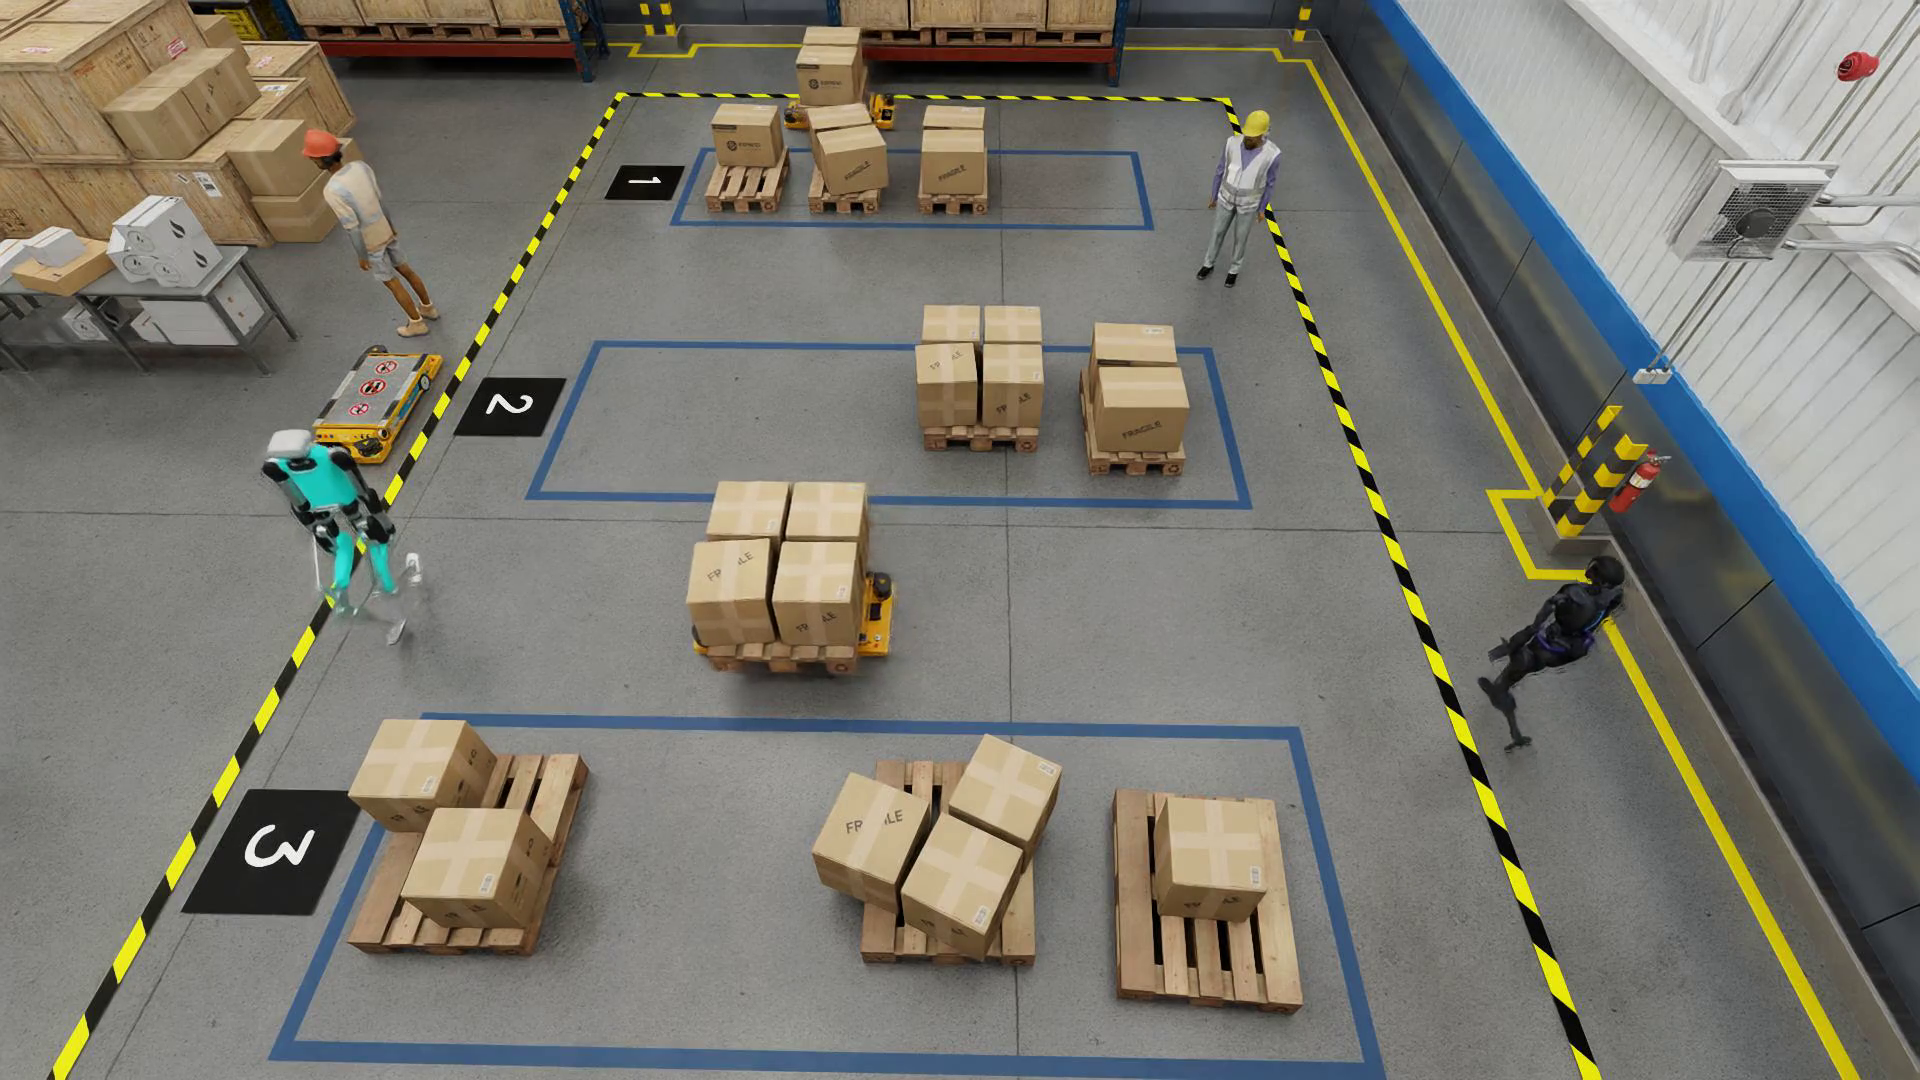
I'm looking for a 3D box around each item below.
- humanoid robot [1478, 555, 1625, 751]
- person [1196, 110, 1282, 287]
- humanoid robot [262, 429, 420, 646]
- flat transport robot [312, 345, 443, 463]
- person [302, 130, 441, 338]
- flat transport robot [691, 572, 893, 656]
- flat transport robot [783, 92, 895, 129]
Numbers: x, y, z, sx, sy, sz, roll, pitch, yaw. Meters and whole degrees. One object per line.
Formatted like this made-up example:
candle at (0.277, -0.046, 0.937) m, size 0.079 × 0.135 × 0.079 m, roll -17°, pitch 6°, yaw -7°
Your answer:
humanoid robot at (3.805, 0.722, 5.840) m, size 0.598 × 1.633 × 0.599 m, roll -8°, pitch 50°, yaw -7°
person at (2.806, -3.418, 9.236) m, size 0.598 × 1.827 × 0.404 m, roll 23°, pitch 54°, yaw 19°
humanoid robot at (-4.232, 0.063, 6.354) m, size 0.531 × 1.725 × 1.044 m, roll -10°, pitch 51°, yaw -8°
flat transport robot at (-5.383, -1.269, 8.441) m, size 0.659 × 0.231 × 1.431 m, roll 1°, pitch 50°, yaw 1°
person at (-5.526, -2.838, 8.608) m, size 0.378 × 2.041 × 0.614 m, roll 4°, pitch 50°, yaw 3°
flat transport robot at (-1.239, 0.539, 6.893) m, size 1.431 × 0.197 × 0.652 m, roll 1°, pitch 50°, yaw 1°
flat transport robot at (-1.600, -5.726, 12.194) m, size 1.431 × 0.197 × 0.652 m, roll 1°, pitch 50°, yaw 1°
